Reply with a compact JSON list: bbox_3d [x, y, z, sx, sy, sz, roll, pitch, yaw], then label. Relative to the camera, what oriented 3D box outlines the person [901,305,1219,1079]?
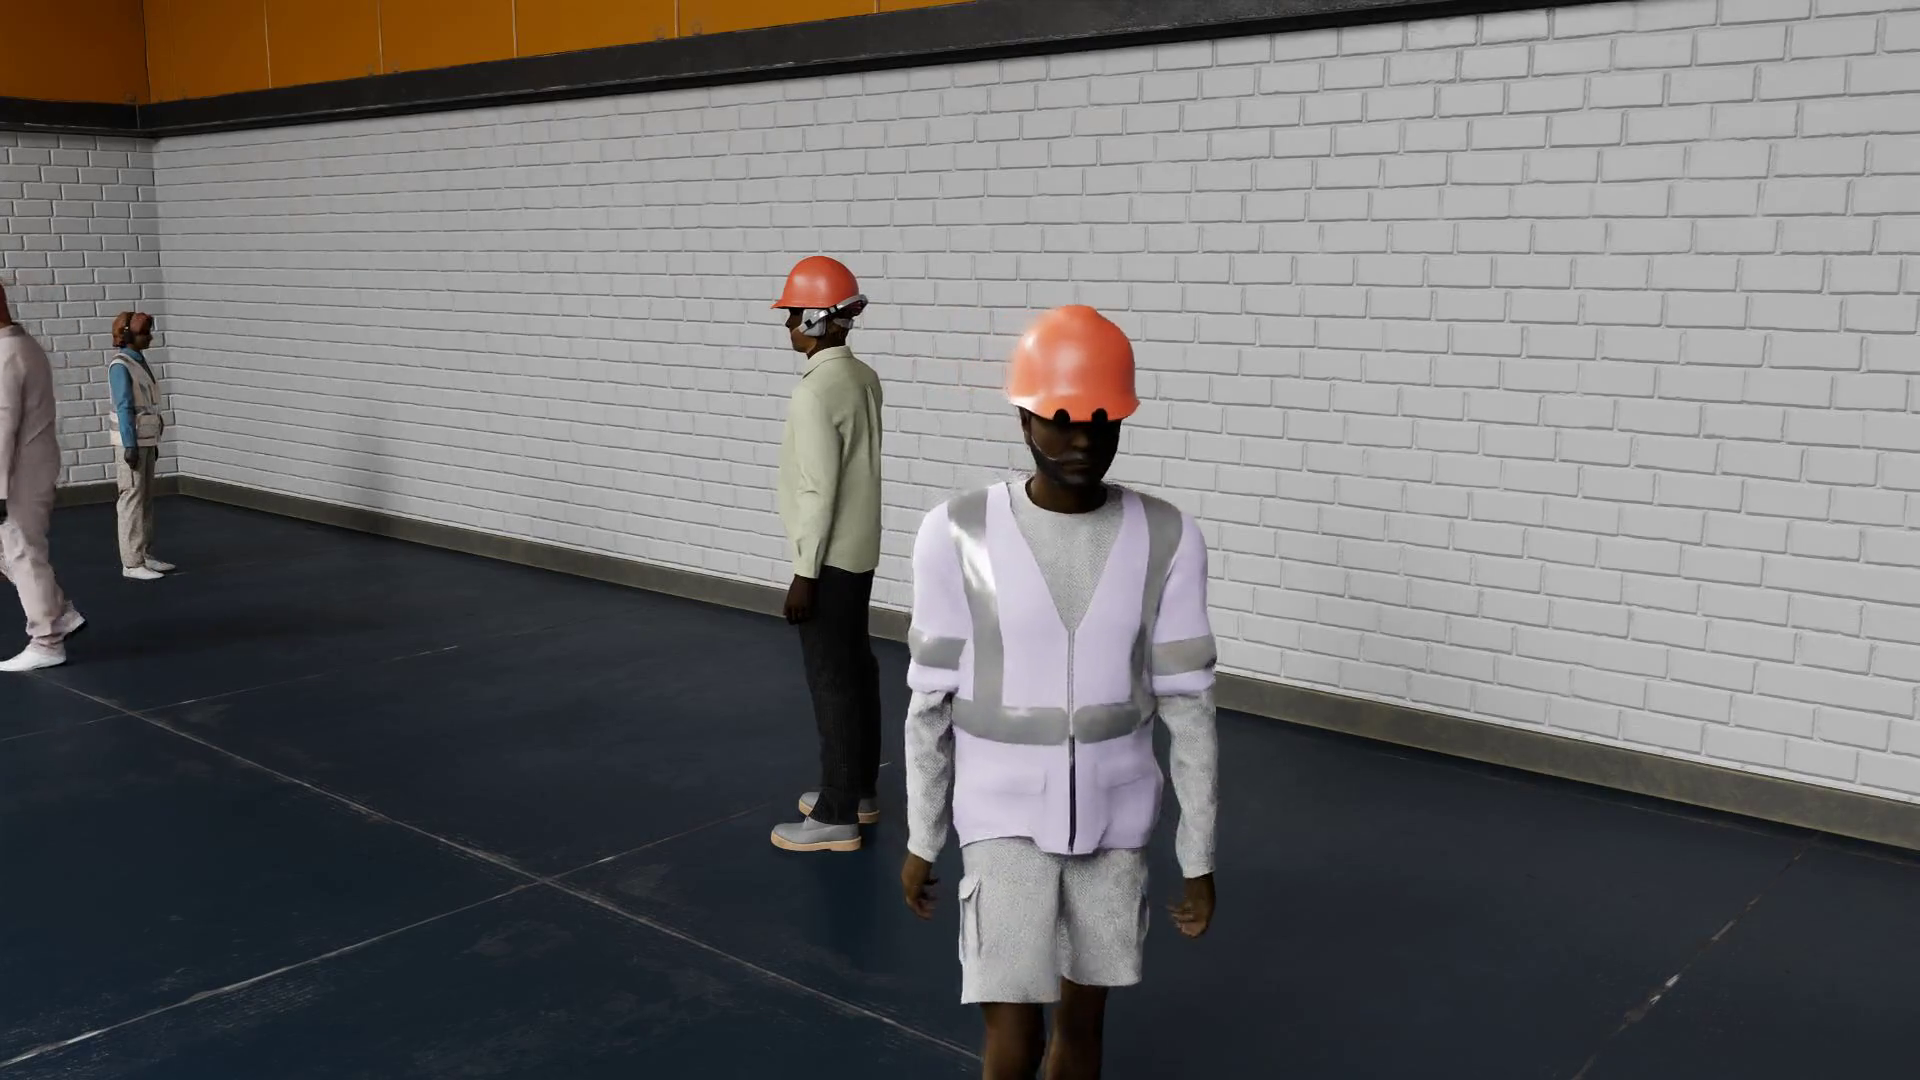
[{"bbox_3d":[0.198,0.543,3.028,0.581,1.917,0.608,-1,10,-8],"label":"person"}]

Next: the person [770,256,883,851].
[{"bbox_3d":[-0.444,0.050,5.627,0.381,1.994,0.619,2,10,13],"label":"person"}]

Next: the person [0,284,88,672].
[{"bbox_3d":[-4.501,-0.294,7.897,0.420,1.885,0.673,-4,11,-20],"label":"person"}]

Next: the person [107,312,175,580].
[{"bbox_3d":[-5.057,-0.580,10.231,0.310,1.636,0.523,-2,10,-12],"label":"person"}]
